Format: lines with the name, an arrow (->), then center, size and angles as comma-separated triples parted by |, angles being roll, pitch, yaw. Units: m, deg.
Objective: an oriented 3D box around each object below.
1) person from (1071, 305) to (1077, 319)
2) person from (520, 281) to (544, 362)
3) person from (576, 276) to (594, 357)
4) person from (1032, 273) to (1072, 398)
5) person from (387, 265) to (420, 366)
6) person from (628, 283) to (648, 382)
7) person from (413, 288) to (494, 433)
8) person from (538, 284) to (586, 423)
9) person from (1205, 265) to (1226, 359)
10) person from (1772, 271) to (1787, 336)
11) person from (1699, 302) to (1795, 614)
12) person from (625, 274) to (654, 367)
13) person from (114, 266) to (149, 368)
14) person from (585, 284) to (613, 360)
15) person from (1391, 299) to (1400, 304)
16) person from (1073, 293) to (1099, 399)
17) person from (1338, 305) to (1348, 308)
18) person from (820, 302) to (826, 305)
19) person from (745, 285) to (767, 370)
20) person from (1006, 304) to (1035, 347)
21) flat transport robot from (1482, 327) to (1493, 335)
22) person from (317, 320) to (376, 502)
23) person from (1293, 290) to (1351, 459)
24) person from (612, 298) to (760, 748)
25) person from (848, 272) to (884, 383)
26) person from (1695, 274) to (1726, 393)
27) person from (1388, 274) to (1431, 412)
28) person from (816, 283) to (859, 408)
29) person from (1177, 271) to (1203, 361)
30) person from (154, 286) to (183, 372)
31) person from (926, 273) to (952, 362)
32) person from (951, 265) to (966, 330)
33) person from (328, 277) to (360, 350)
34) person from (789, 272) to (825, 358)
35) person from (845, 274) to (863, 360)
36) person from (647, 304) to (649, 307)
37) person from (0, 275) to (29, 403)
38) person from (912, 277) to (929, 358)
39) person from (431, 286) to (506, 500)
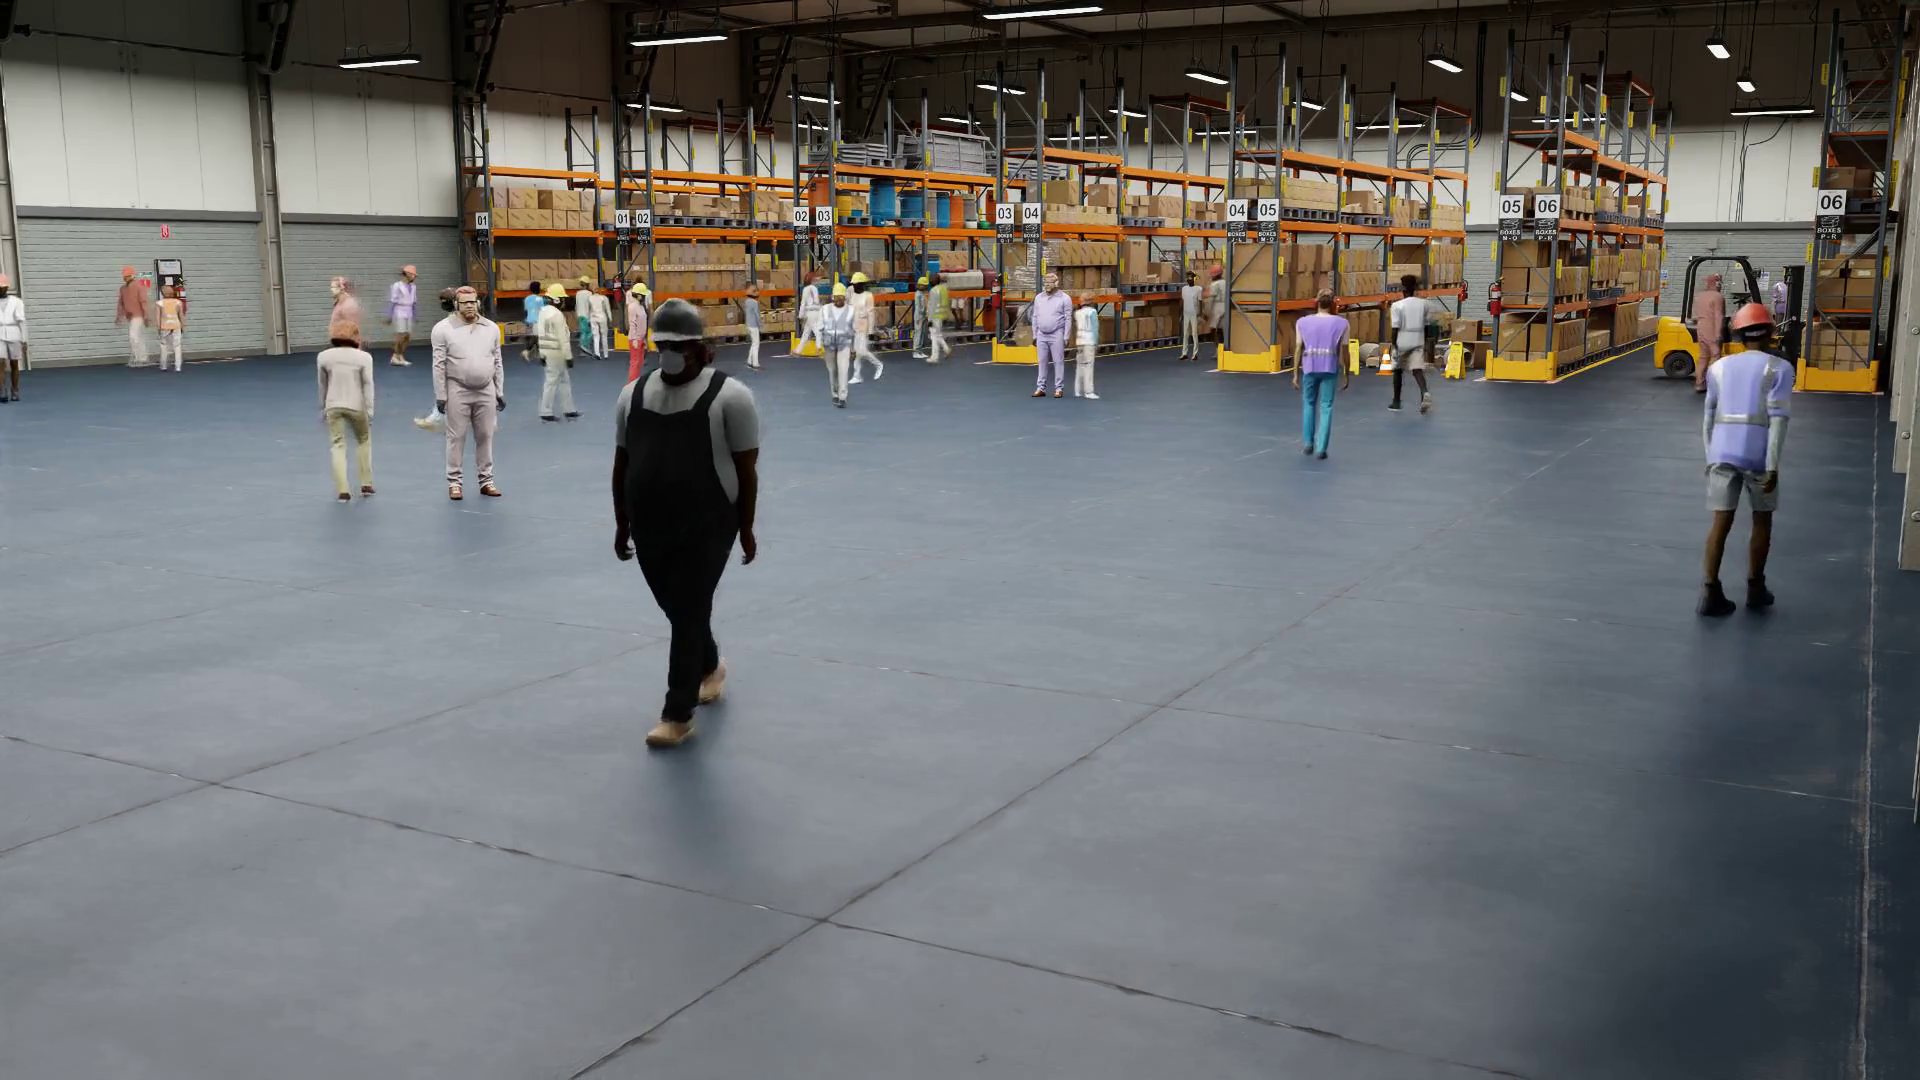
person -> 3.414, -7.415, 50.680 | 0.878, 1.908, 0.549 | -7, 12, -36
person -> -8.782, -4.493, 34.237 | 0.536, 1.669, 0.763 | 7, 12, 37
person -> -8.059, -4.820, 35.906 | 0.544, 1.750, 0.373 | 7, 12, 34
person -> 1.391, -3.139, 25.607 | 0.636, 1.911, 0.404 | 5, 11, 26
person -> -11.007, -4.444, 32.981 | 0.573, 1.995, 0.628 | 3, 10, 19
person -> -4.958, -3.083, 25.719 | 0.323, 1.761, 0.523 | 1, 10, 6
person -> -6.249, -2.203, 20.493 | 0.988, 1.775, 0.626 | -1, 10, -8
person -> -5.193, -2.439, 21.794 | 0.778, 1.801, 0.629 | -6, 11, -31
person -> 5.517, -4.823, 35.253 | 0.490, 1.997, 0.680 | 8, 12, 39
person -> 18.351, -5.082, 36.962 | 0.588, 1.918, 0.396 | 1, 10, 5
person -> 4.796, -0.498, 10.183 | 0.772, 1.885, 0.560 | -8, 13, -41
person -> -6.357, -4.343, 32.915 | 0.563, 1.814, 0.790 | -4, 11, -24
person -> -16.271, -4.357, 32.544 | 0.639, 1.961, 0.807 | 5, 11, 26
person -> -7.604, -4.590, 35.034 | 0.560, 1.602, 0.774 | -2, 10, -9
person -> 12.035, -6.565, 45.854 | 0.819, 1.836, 0.537 | -3, 10, -15
person -> 1.963, -2.974, 25.512 | 0.327, 1.611, 0.633 | -7, 12, -35
person -> 11.250, -7.219, 49.398 | 1.040, 1.932, 0.640 | 7, 12, 34
person -> -4.104, -7.513, 51.471 | 1.013, 1.831, 0.588 | -5, 11, -28
person -> -3.911, -4.049, 31.753 | 0.342, 1.632, 0.521 | -5, 11, -25
person -> 1.543, -5.560, 39.819 | 0.660, 1.889, 0.989 | 9, 13, 44
flat transport robot -> 14.192, -5.782, 45.864 | 0.652, 0.197, 1.431 | -3, 10, -16
person -> -5.479, -1.155, 14.889 | 0.506, 1.603, 0.633 | -1, 10, -8
person -> 3.947, -1.809, 18.114 | 0.596, 1.801, 0.911 | 3, 10, 15
person -> -1.272, -0.147, 7.701 | 0.687, 2.000, 1.007 | 3, 10, 18
person -> -1.655, -3.635, 28.507 | 0.611, 1.910, 0.592 | -8, 12, -38
person -> 11.874, -3.254, 26.300 | 0.404, 1.904, 0.678 | -1, 10, -7
person -> 6.278, -2.731, 23.134 | 0.612, 1.940, 0.843 | -1, 10, -7
person -> -1.769, -2.819, 24.093 | 0.595, 1.795, 0.897 | 1, 10, 6
person -> 4.813, -4.679, 34.730 | 0.517, 1.874, 0.327 | 7, 12, 36
person -> -14.894, -3.973, 31.327 | 0.512, 1.611, 0.775 | -7, 12, -37
person -> -0.479, -4.541, 34.035 | 0.444, 1.830, 0.650 | 5, 11, 26
person -> -0.046, -7.143, 49.020 | 0.541, 1.923, 0.391 | 4, 10, 21
person -> -8.361, -2.594, 22.446 | 0.508, 1.892, 0.671 | -5, 11, -27
person -> -3.194, -4.786, 35.504 | 1.011, 1.828, 0.692 | 3, 10, 18
person -> -2.284, -4.686, 35.016 | 0.945, 1.797, 0.639 | 6, 11, 32
person -> -8.096, -5.989, 42.772 | 0.520, 1.740, 0.733 | 5, 11, 25
person -> -14.172, -2.984, 24.719 | 0.562, 1.889, 0.952 | -5, 11, -28
person -> -0.823, -4.760, 35.613 | 0.348, 1.732, 0.481 | 3, 10, 16
person -> -4.395, -1.319, 14.955 | 0.648, 1.907, 0.401 | -7, 12, -35
